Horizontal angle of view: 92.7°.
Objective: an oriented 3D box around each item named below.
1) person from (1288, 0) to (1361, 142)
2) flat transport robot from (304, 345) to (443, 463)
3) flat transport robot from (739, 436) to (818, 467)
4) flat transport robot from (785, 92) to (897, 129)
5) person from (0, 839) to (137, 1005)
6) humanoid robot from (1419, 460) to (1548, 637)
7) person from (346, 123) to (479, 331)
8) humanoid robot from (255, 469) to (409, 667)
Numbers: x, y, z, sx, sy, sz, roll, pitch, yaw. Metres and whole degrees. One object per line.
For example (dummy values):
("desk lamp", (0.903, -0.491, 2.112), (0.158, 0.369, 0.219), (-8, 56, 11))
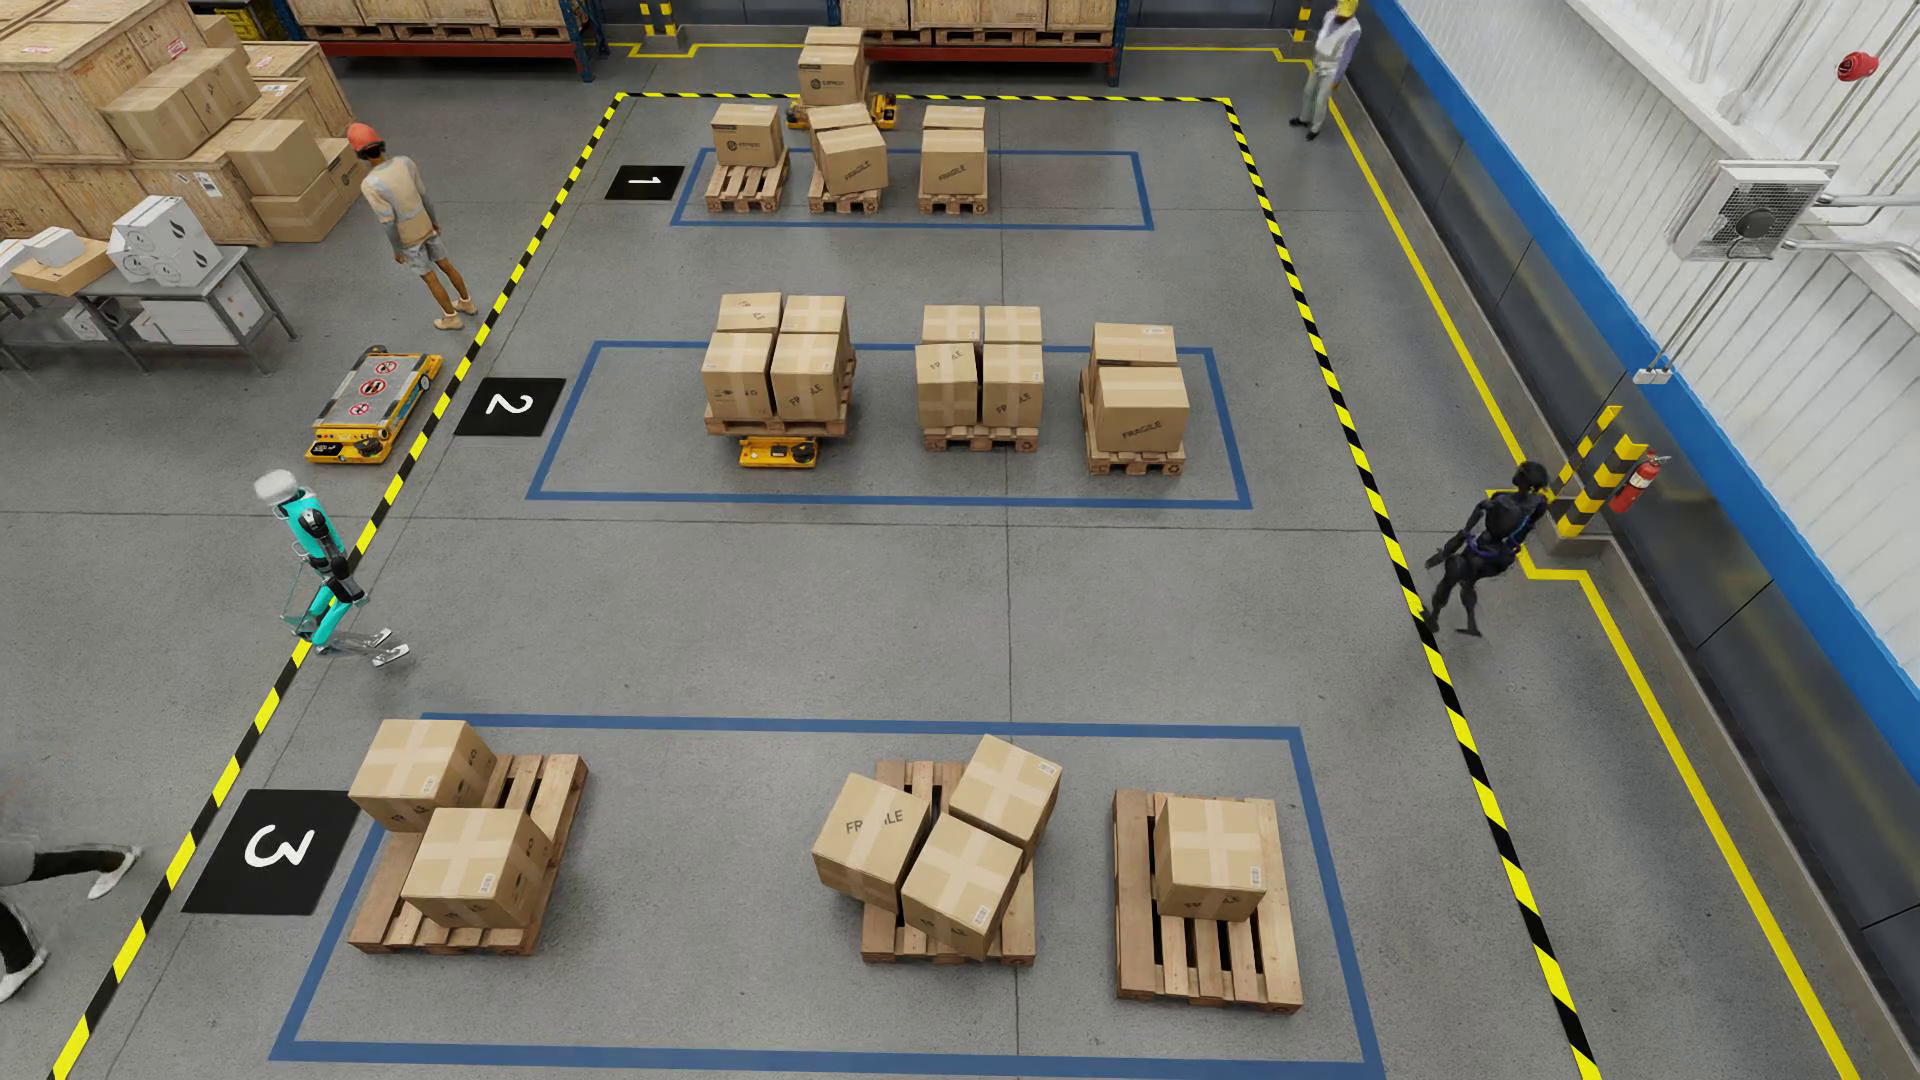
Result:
("person", (4.525, -5.833, 11.308), (0.447, 1.784, 0.645), (-20, 53, -16))
("flat transport robot", (-5.383, -1.269, 8.441), (0.659, 0.231, 1.431), (1, 50, 1))
("flat transport robot", (-1.582, -1.235, 8.394), (0.652, 0.197, 1.431), (1, 50, 1))
("flat transport robot", (-1.574, -5.726, 12.194), (1.431, 0.197, 0.652), (1, 50, 1))
("person", (-5.330, 1.787, 4.865), (0.599, 1.771, 0.998), (12, 51, 10))
("humanoid robot", (3.614, 0.151, 6.323), (0.600, 1.640, 0.453), (-7, 50, -6))
("person", (-5.196, -2.918, 8.678), (0.387, 2.036, 0.613), (12, 51, 10))
("humanoid robot", (-4.299, 0.307, 6.058), (0.533, 1.676, 0.735), (35, 58, 26))
